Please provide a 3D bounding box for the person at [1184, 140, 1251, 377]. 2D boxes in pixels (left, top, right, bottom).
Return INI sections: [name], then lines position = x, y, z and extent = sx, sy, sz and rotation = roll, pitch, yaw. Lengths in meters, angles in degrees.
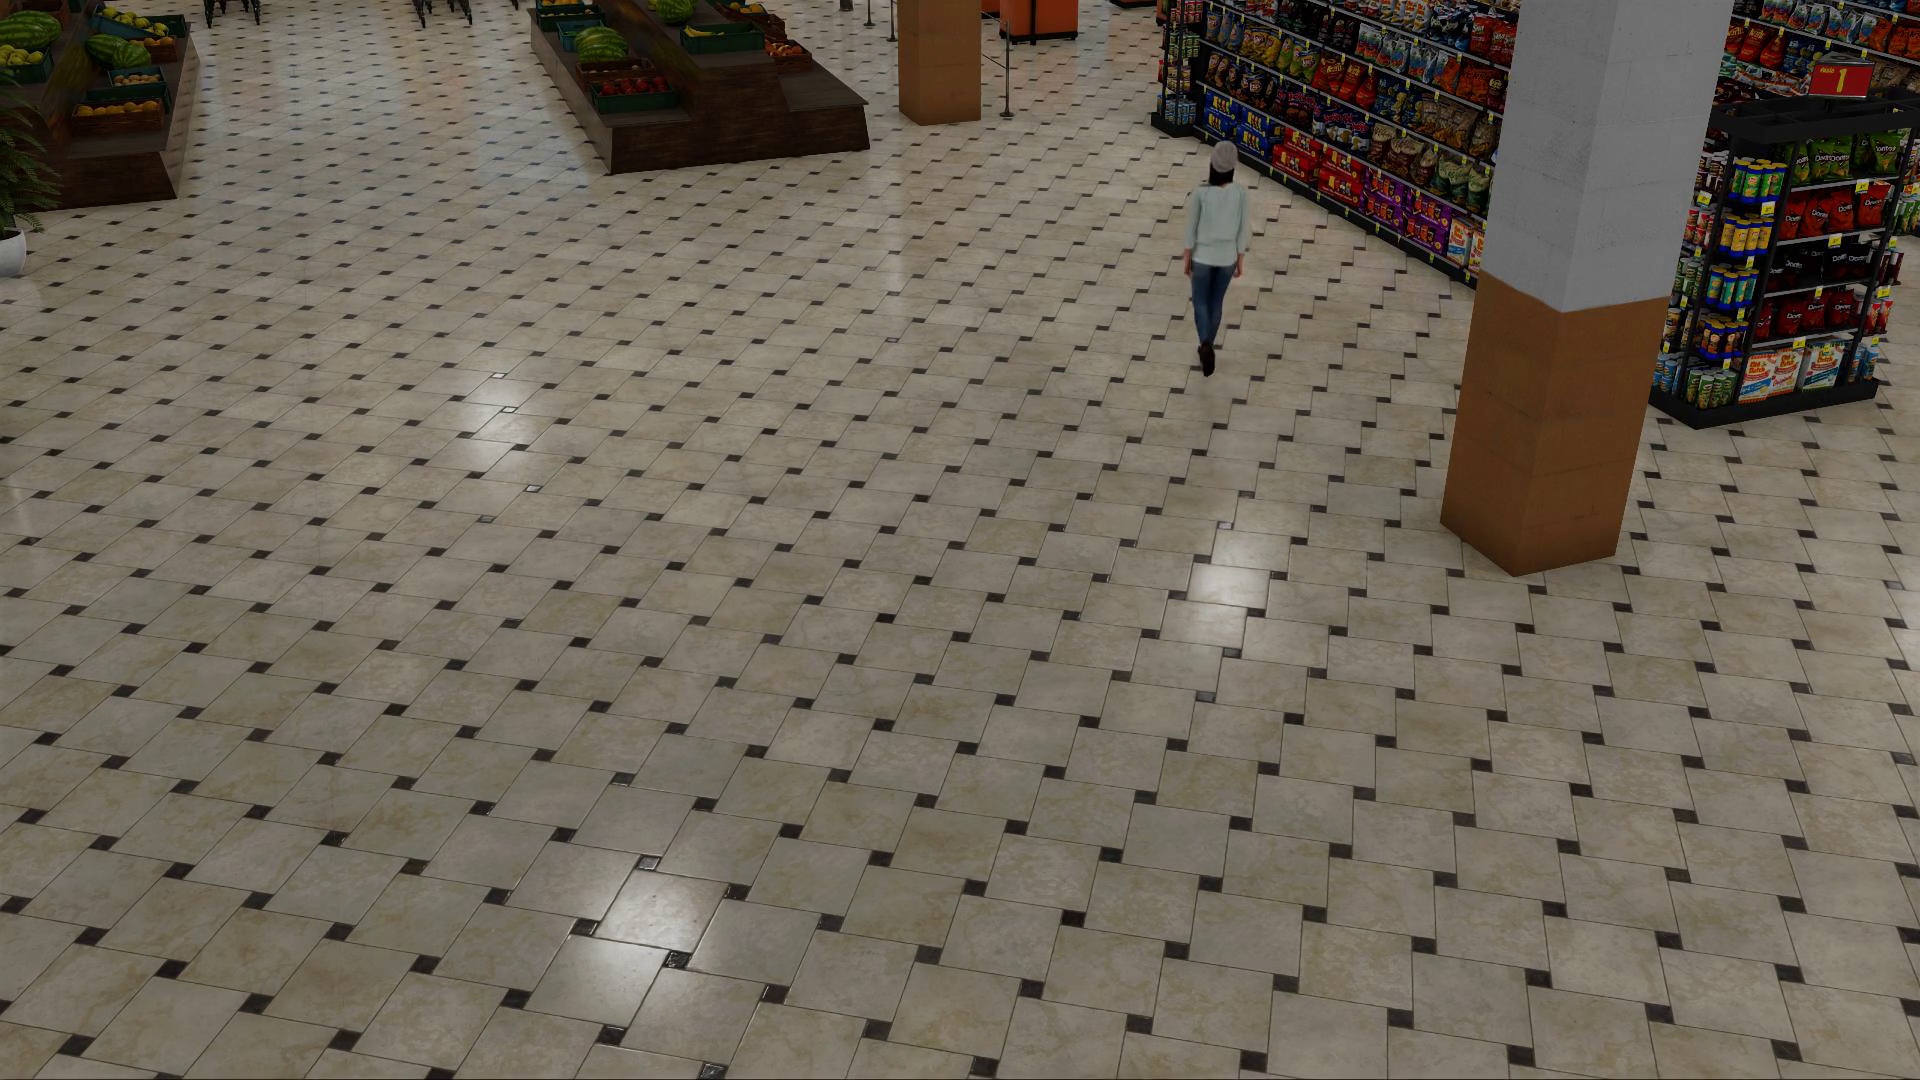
[person]
position = 1.752, -1.906, 11.386
extent = 0.784, 1.628, 1.025
rotation = 0, 29, 0
